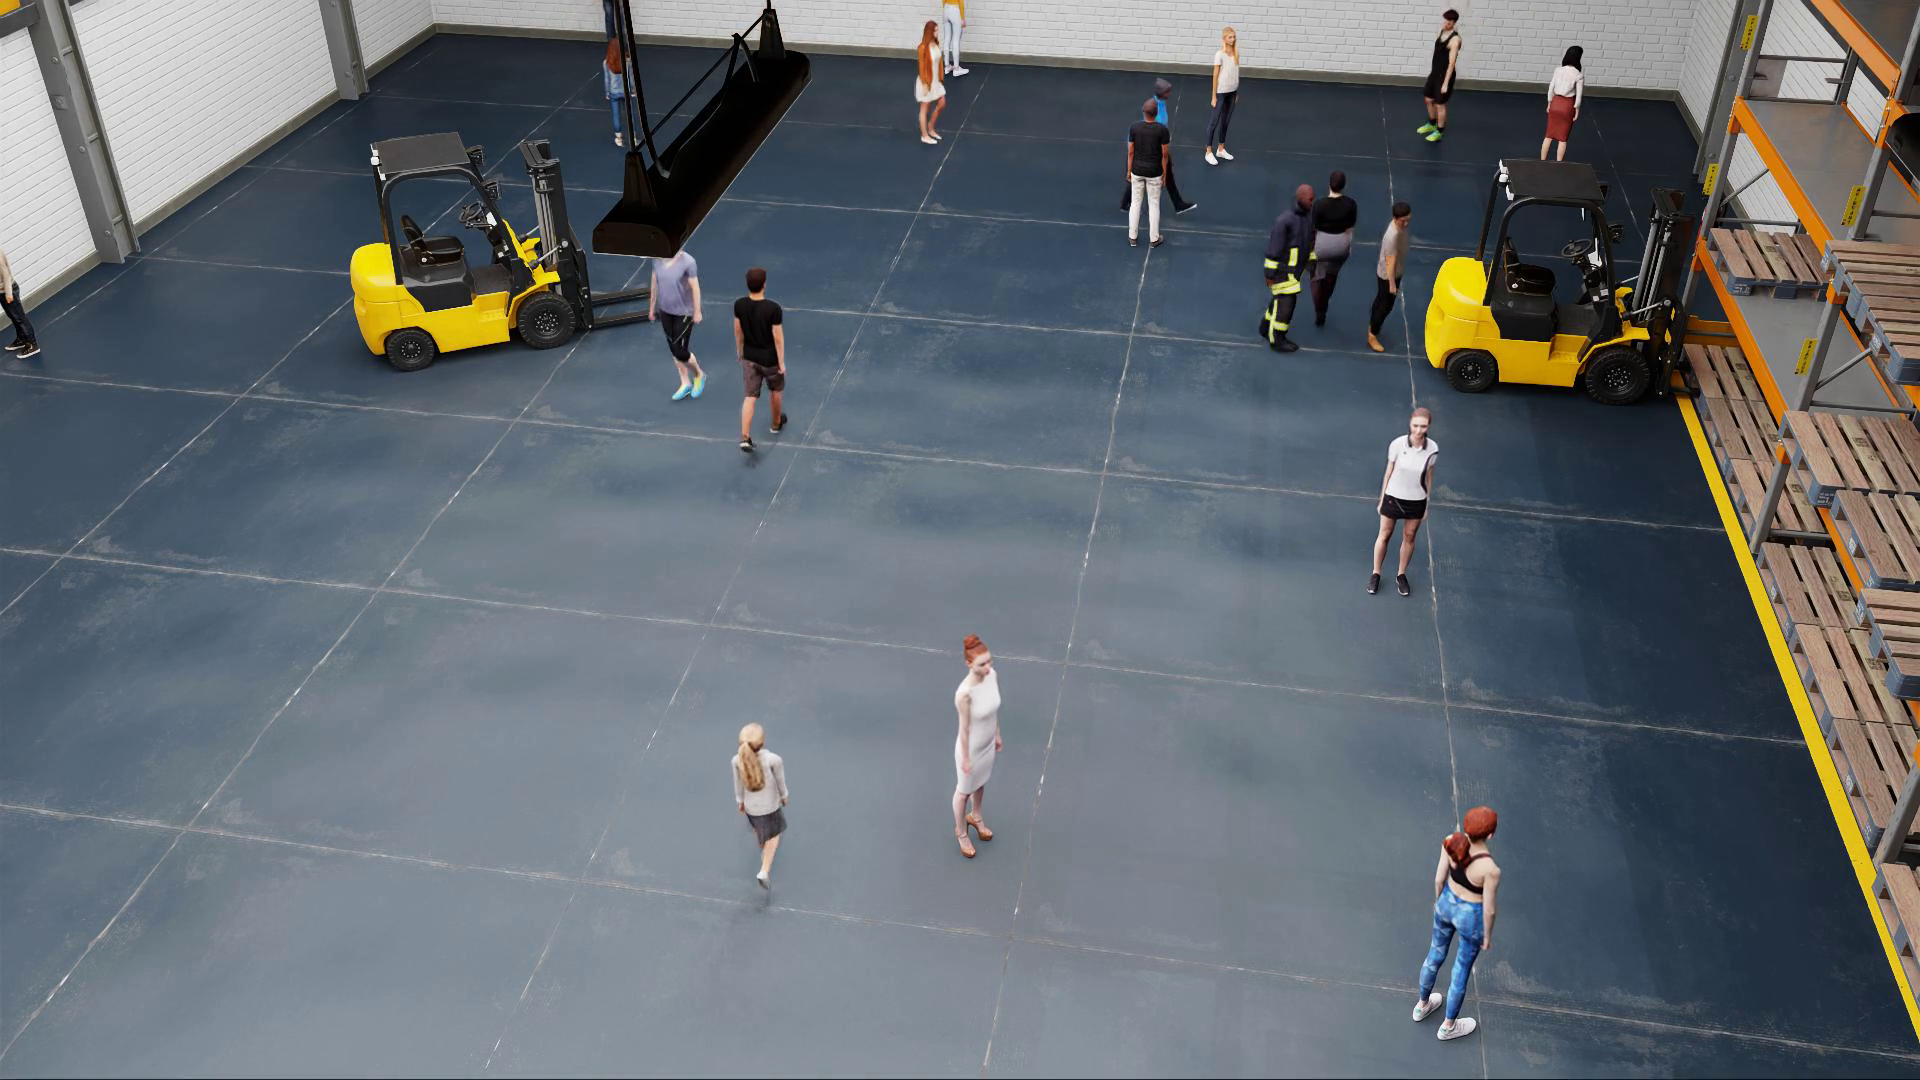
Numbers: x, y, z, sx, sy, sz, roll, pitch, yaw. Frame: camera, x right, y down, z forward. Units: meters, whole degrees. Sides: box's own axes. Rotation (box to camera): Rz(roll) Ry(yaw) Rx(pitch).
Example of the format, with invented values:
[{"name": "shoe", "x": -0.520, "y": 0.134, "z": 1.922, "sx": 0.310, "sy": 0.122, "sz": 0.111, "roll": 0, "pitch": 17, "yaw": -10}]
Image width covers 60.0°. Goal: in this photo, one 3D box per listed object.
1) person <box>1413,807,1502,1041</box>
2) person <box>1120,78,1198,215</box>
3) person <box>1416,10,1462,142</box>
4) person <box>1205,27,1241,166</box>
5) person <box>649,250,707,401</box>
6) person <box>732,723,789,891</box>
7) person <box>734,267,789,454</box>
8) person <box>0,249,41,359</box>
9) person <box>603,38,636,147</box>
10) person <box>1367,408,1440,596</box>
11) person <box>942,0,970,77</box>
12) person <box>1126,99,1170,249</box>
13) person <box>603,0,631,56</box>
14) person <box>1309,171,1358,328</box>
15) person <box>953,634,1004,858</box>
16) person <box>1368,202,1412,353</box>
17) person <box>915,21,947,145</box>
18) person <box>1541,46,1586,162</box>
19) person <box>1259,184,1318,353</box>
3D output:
[{"name": "person", "x": 2.992, "y": 2.276, "z": 9.942, "sx": 0.750, "sy": 1.785, "sz": 0.692, "roll": -23, "pitch": 40, "yaw": -30}, {"name": "person", "x": 2.312, "y": -4.836, "z": 20.685, "sx": 0.845, "sy": 1.737, "sz": 1.180, "roll": 13, "pitch": 36, "yaw": 18}, {"name": "person", "x": 6.675, "y": -6.415, "z": 22.957, "sx": 0.940, "sy": 1.852, "sz": 0.810, "roll": -3, "pitch": 34, "yaw": -5}, {"name": "person", "x": 3.542, "y": -5.984, "z": 22.347, "sx": 0.657, "sy": 1.808, "sz": 0.726, "roll": -23, "pitch": 40, "yaw": -30}, {"name": "person", "x": -2.803, "y": -2.311, "z": 16.765, "sx": 0.773, "sy": 1.872, "sz": 0.795, "roll": 18, "pitch": 37, "yaw": 24}, {"name": "person", "x": -1.337, "y": 1.779, "z": 11.161, "sx": 0.492, "sy": 1.263, "sz": 0.769, "roll": 5, "pitch": 34, "yaw": 7}, {"name": "person", "x": -1.939, "y": -1.696, "z": 15.874, "sx": 0.731, "sy": 1.833, "sz": 1.187, "roll": 8, "pitch": 34, "yaw": 12}, {"name": "person", "x": -10.138, "y": -2.670, "z": 17.673, "sx": 0.634, "sy": 1.464, "sz": 0.657, "roll": 27, "pitch": 42, "yaw": 34}, {"name": "person", "x": -4.699, "y": -6.178, "z": 22.940, "sx": 0.626, "sy": 1.475, "sz": 0.641, "roll": -11, "pitch": 35, "yaw": -16}, {"name": "person", "x": 3.721, "y": -0.333, "z": 13.897, "sx": 0.553, "sy": 1.752, "sz": 0.539, "roll": 5, "pitch": 34, "yaw": 7}, {"name": "person", "x": -0.115, "y": -8.005, "z": 25.441, "sx": 0.730, "sy": 1.750, "sz": 0.692, "roll": -29, "pitch": 43, "yaw": -36}, {"name": "person", "x": 2.242, "y": -4.401, "z": 19.970, "sx": 0.673, "sy": 1.804, "sz": 0.628, "roll": 10, "pitch": 35, "yaw": 14}, {"name": "person", "x": -5.491, "y": -8.628, "z": 26.283, "sx": 0.675, "sy": 1.856, "sz": 0.594, "roll": 9, "pitch": 35, "yaw": 13}, {"name": "person", "x": 4.034, "y": -3.123, "z": 18.114, "sx": 0.753, "sy": 1.731, "sz": 0.841, "roll": -2, "pitch": 34, "yaw": -3}, {"name": "person", "x": 0.104, "y": 1.395, "z": 11.262, "sx": 0.691, "sy": 1.792, "sz": 0.560, "roll": 23, "pitch": 40, "yaw": 30}, {"name": "person", "x": 4.571, "y": -2.882, "z": 17.791, "sx": 0.869, "sy": 1.687, "sz": 0.523, "roll": 4, "pitch": 34, "yaw": 6}, {"name": "person", "x": -0.489, "y": -6.329, "z": 22.955, "sx": 0.808, "sy": 1.711, "sz": 0.698, "roll": 22, "pitch": 39, "yaw": 29}, {"name": "person", "x": 7.914, "y": -5.622, "z": 21.857, "sx": 0.681, "sy": 1.750, "sz": 0.696, "roll": 28, "pitch": 43, "yaw": 35}, {"name": "person", "x": 3.459, "y": -2.966, "z": 17.826, "sx": 0.993, "sy": 1.787, "sz": 1.059, "roll": -21, "pitch": 39, "yaw": -28}]
